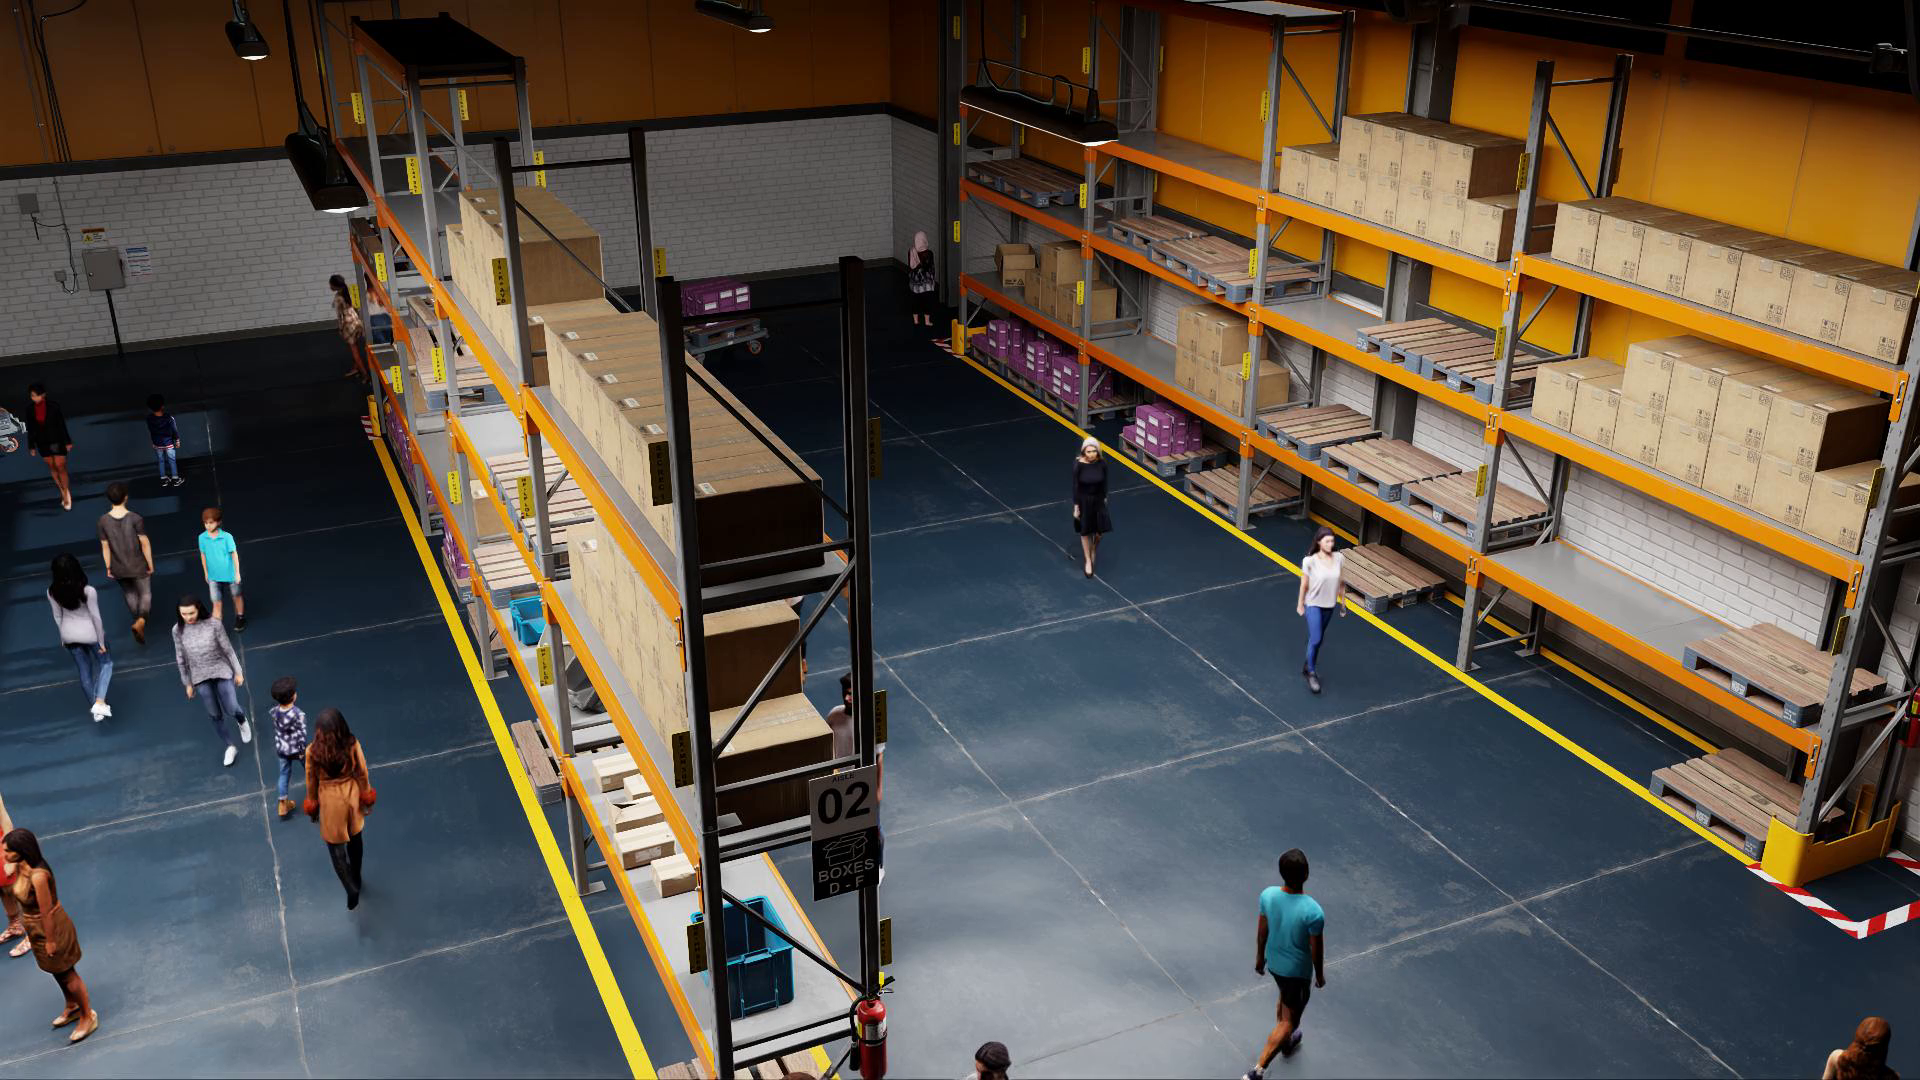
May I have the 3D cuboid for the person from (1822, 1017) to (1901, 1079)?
[{"bbox_3d":[5.254,3.503,9.863,0.640,1.622,0.724,16,28,32],"label":"person"}]

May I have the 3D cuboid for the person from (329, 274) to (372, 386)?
[{"bbox_3d":[-9.063,-3.106,24.840,0.962,1.736,0.897,14,27,28],"label":"person"}]

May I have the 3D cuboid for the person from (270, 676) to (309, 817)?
[{"bbox_3d":[-5.785,1.786,14.292,0.777,1.221,0.923,3,24,7],"label":"person"}]

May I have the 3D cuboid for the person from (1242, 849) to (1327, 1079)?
[{"bbox_3d":[2.152,2.902,11.084,1.122,1.745,0.938,21,31,40],"label":"person"}]

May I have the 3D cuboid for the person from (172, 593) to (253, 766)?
[{"bbox_3d":[-6.749,1.194,15.035,0.755,1.709,0.826,-6,24,-14],"label":"person"}]

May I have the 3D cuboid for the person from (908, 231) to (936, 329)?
[{"bbox_3d":[-0.648,-4.367,27.847,0.751,1.638,0.809,8,25,17],"label":"person"}]

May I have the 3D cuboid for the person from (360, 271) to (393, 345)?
[{"bbox_3d":[-8.719,-3.208,25.138,1.236,1.684,0.996,15,28,31],"label":"person"}]

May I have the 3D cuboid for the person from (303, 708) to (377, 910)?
[{"bbox_3d":[-4.810,2.116,12.935,0.686,1.703,0.917,-10,26,-22],"label":"person"}]

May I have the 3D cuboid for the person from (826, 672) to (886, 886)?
[{"bbox_3d":[-0.816,1.891,13.221,0.734,1.886,0.798,9,25,19],"label":"person"}]

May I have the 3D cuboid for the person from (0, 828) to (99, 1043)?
[{"bbox_3d":[-6.332,2.724,11.566,0.589,1.684,0.700,18,29,35],"label":"person"}]

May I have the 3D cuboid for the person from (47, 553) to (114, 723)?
[{"bbox_3d":[-8.239,0.960,15.555,0.723,1.722,0.791,-2,24,-5],"label":"person"}]

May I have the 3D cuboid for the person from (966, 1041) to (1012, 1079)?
[{"bbox_3d":[0.172,3.567,9.539,0.645,1.764,0.740,19,30,36],"label":"person"}]

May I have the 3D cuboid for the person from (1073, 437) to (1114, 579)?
[{"bbox_3d":[1.429,-0.384,18.624,0.712,1.726,0.798,-5,24,-12],"label":"person"}]

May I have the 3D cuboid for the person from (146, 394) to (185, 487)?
[{"bbox_3d":[-10.213,-1.282,21.308,0.565,1.222,0.567,-3,24,-6],"label":"person"}]

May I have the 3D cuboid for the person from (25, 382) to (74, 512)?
[{"bbox_3d":[-11.218,-1.182,20.579,0.697,1.624,0.740,-4,24,-10],"label":"person"}]

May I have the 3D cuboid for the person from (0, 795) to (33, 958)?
[{"bbox_3d":[-7.210,2.321,12.445,0.626,1.719,0.728,14,27,28],"label":"person"}]

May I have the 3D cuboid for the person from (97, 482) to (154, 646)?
[{"bbox_3d":[-8.607,0.260,17.197,0.756,1.690,1.044,-5,24,-11],"label":"person"}]

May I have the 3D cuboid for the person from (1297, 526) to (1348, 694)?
[{"bbox_3d":[3.498,0.623,16.389,0.600,1.671,0.721,-10,26,-22],"label":"person"}]

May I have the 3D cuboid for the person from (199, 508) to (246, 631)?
[{"bbox_3d":[-7.690,0.317,17.404,0.709,1.419,0.963,-3,24,-8],"label":"person"}]
